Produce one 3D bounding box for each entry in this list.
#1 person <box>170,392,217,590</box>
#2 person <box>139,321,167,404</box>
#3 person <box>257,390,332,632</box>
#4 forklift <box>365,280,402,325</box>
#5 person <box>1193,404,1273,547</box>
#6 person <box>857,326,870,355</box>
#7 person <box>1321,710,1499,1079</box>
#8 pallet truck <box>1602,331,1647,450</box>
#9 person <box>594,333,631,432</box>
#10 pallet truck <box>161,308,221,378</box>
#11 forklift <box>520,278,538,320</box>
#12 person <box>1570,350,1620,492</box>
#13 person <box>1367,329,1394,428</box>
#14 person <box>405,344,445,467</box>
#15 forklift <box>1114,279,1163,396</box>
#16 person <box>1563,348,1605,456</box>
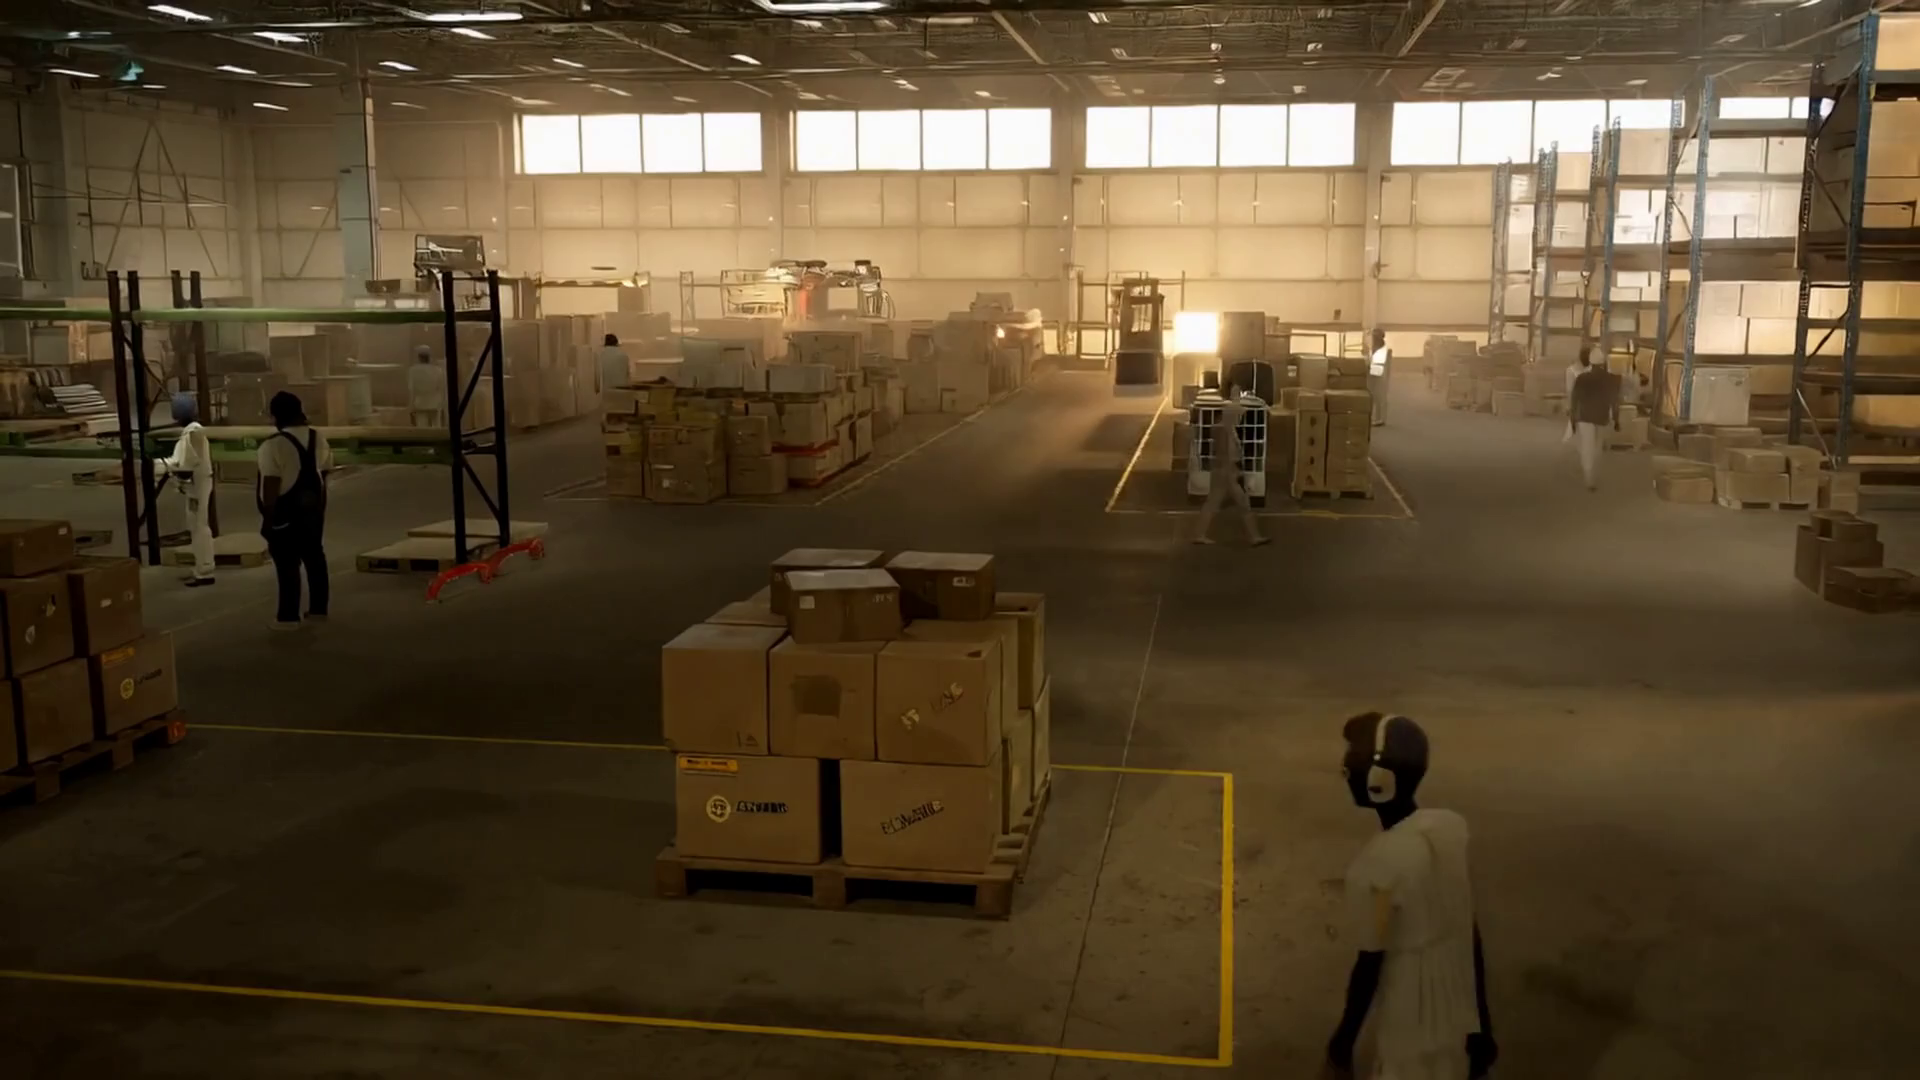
[{"bbox_3d":[-7.329,-0.468,15.871,0.350,1.882,0.583,-6,11,-31],"label":"person"},{"bbox_3d":[-18.423,-4.071,37.967,0.622,1.932,0.368,2,9,13],"label":"person"},{"bbox_3d":[-5.674,-0.253,14.058,0.537,2.000,0.682,4,10,24],"label":"person"},{"bbox_3d":[-12.326,-4.179,35.686,1.873,2.768,1.129,1,9,9],"label":"forklift"},{"bbox_3d":[2.963,-0.697,18.203,0.926,1.579,0.514,7,11,35],"label":"person"},{"bbox_3d":[-2.553,-4.637,42.377,0.518,1.627,0.480,6,11,32],"label":"person"},{"bbox_3d":[1.213,1.376,4.694,0.953,1.814,0.520,7,12,38],"label":"person"},{"bbox_3d":[11.253,-2.573,28.499,0.823,1.965,1.885,5,10,27],"label":"pallet truck"},{"bbox_3d":[-6.243,-2.762,29.928,0.717,1.911,0.446,3,10,18],"label":"person"},{"bbox_3d":[-21.869,-5.598,47.154,0.823,1.965,1.885,4,10,26],"label":"pallet truck"},{"bbox_3d":[-11.622,-5.673,44.905,1.873,2.768,1.129,-3,10,-17],"label":"forklift"},{"bbox_3d":[8.820,-1.672,23.133,0.609,1.948,1.010,1,9,6],"label":"person"},{"bbox_3d":[8.145,-3.133,32.232,0.397,1.911,0.587,-5,10,-28],"label":"person"},{"bbox_3d":[-8.299,-2.093,25.843,0.600,1.897,0.683,-1,9,-8],"label":"person"},{"bbox_3d":[4.357,-4.923,40.279,1.129,2.768,1.873,1,9,9],"label":"forklift"},{"bbox_3d":[9.922,-2.154,26.453,0.638,1.824,0.679,-1,9,-6],"label":"person"}]
